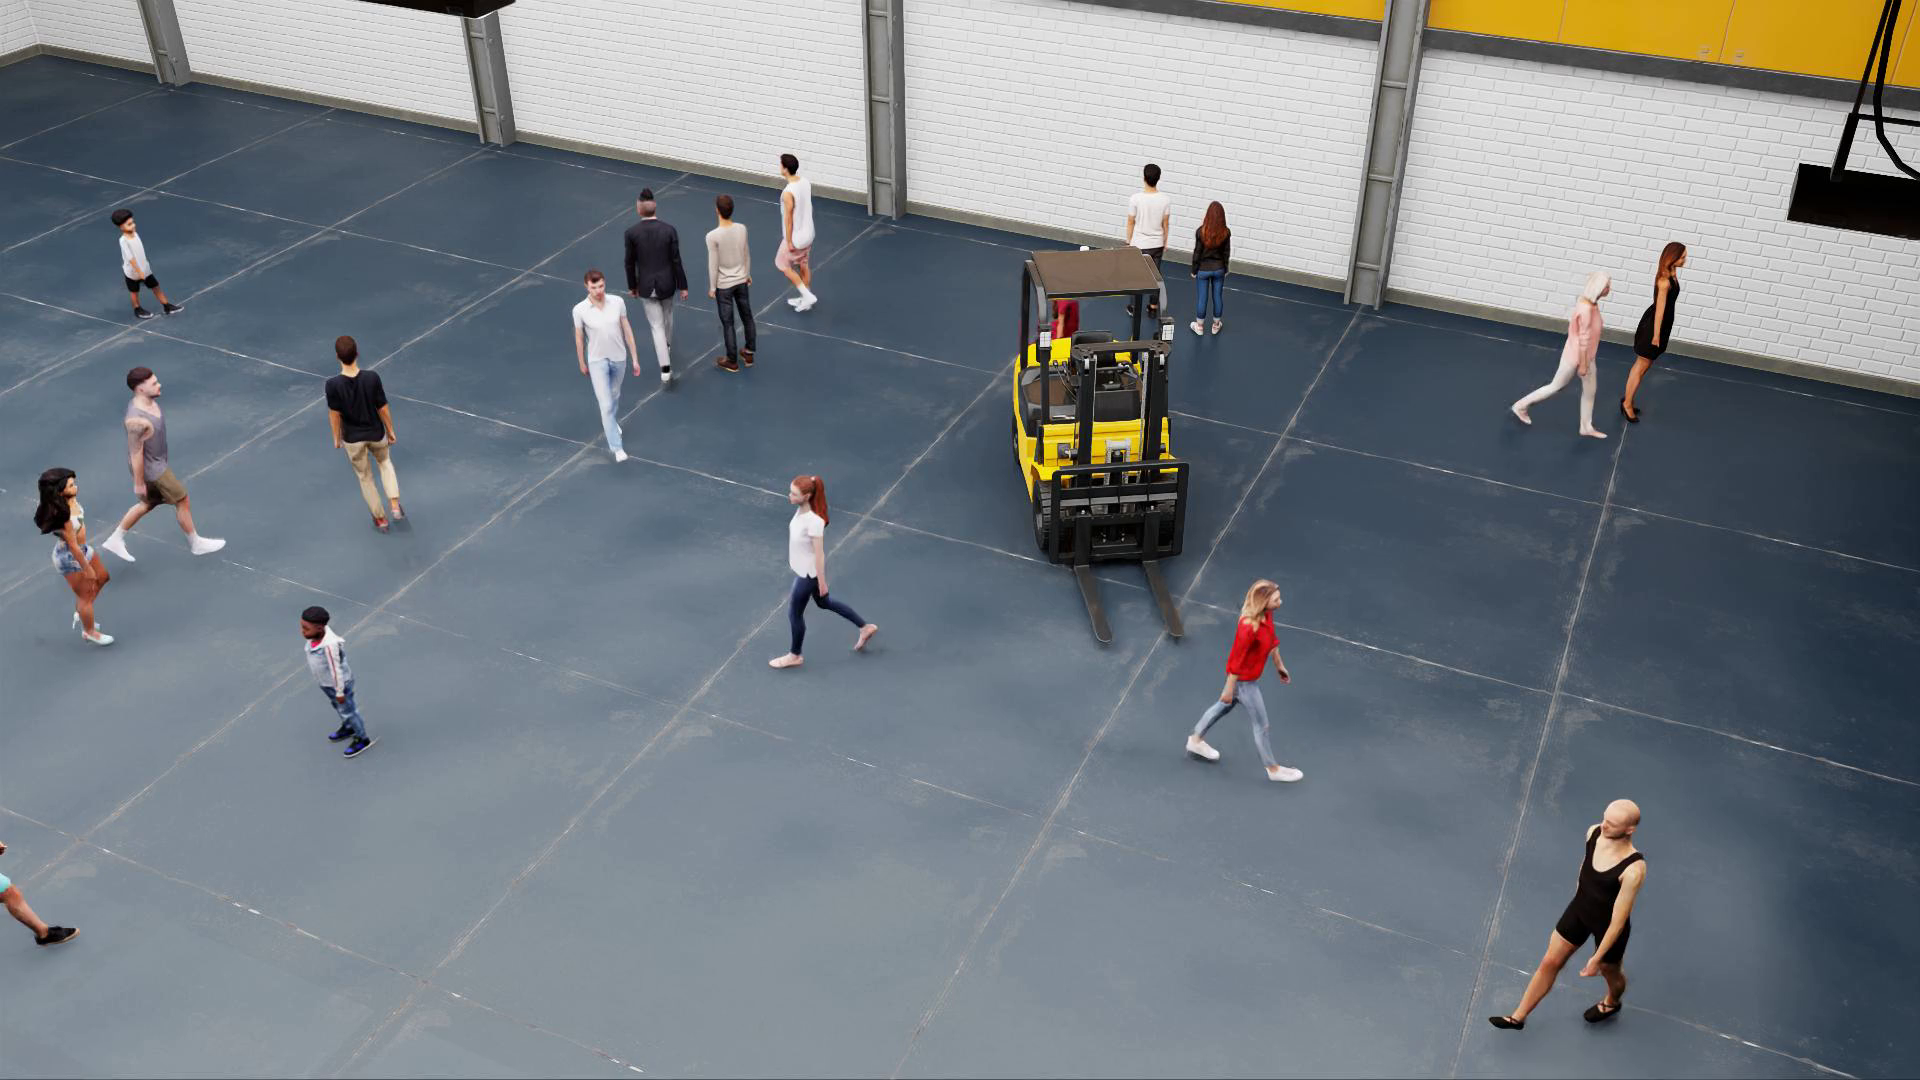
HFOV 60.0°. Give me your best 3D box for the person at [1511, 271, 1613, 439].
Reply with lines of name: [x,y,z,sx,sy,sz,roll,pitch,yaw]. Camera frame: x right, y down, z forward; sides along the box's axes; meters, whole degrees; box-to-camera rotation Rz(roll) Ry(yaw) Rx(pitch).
person: [5.748,-1.754,15.737,1.151,1.683,0.640,18,37,25]

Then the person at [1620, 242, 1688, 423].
person: [6.662,-2.001,15.972,0.511,1.834,0.572,14,36,20]

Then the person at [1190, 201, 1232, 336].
person: [2.658,-2.880,17.612,0.593,1.483,0.701,-3,34,-4]

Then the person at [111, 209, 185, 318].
person: [-8.962,-2.965,17.963,0.824,1.236,0.603,6,34,9]

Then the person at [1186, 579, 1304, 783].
person: [1.927,0.957,11.684,1.094,1.656,0.654,13,36,18]

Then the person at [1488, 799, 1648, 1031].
person: [3.792,2.227,9.676,1.203,1.762,1.139,-11,35,-16]

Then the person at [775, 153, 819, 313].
person: [-1.684,-3.287,17.960,0.725,1.775,0.663,17,37,24]

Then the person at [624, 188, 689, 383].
person: [-3.023,-2.515,16.680,1.281,1.907,1.332,-8,34,-12]

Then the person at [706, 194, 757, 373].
person: [-2.318,-2.600,16.845,0.739,1.866,0.713,-25,41,-32]

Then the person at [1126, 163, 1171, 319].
person: [2.006,-3.215,17.904,0.649,1.718,0.752,-5,34,-7]

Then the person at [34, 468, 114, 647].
person: [-6.946,0.160,12.927,0.800,1.606,0.742,-9,35,-13]

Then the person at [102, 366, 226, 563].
person: [-6.780,-0.578,13.731,1.211,1.796,1.133,-10,35,-15]

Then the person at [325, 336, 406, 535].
person: [-5.074,-0.846,14.223,0.745,1.847,0.771,-19,38,-26]

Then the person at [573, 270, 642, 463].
person: [-3.316,-1.695,15.550,1.109,1.791,1.293,-18,38,-25]

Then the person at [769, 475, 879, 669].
person: [-1.047,0.234,12.725,1.157,1.707,0.955,-4,34,-6]

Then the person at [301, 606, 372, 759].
person: [-4.511,0.987,11.999,0.609,1.256,0.512,-28,43,-35]
